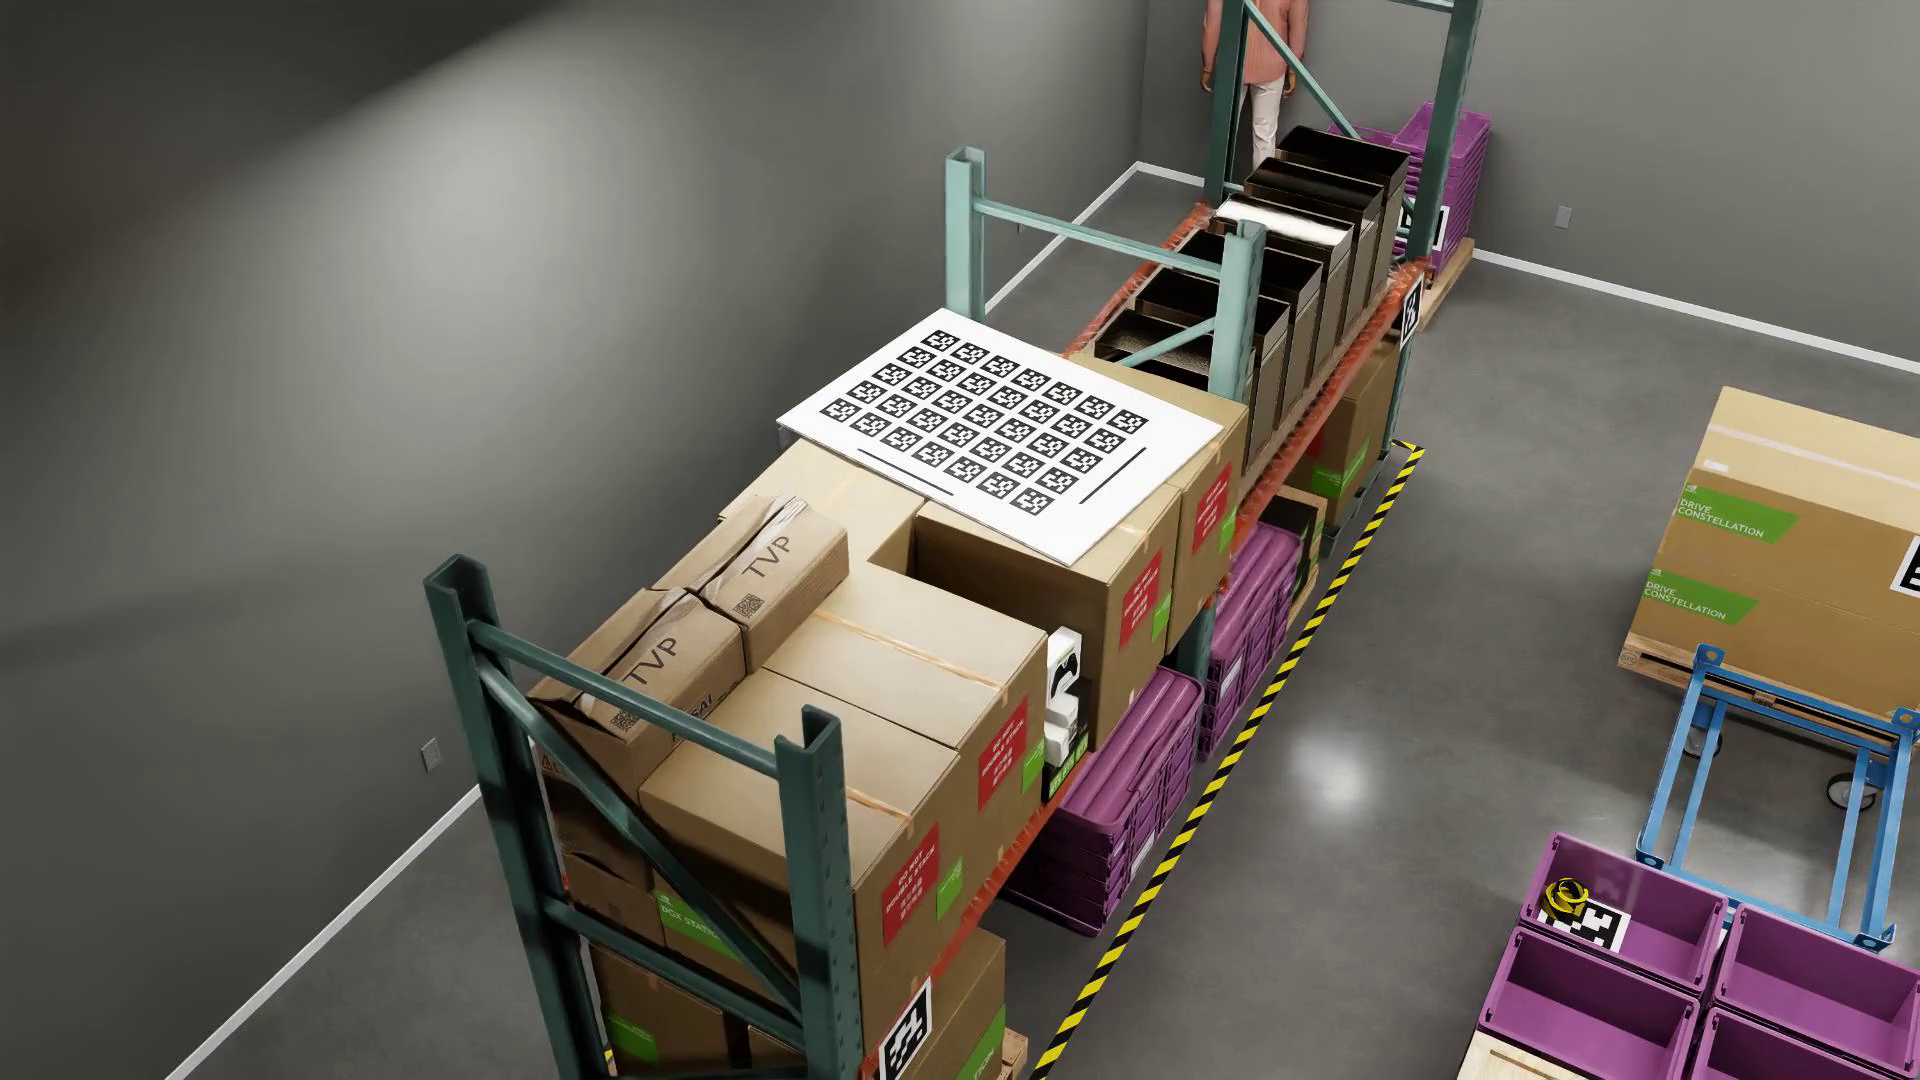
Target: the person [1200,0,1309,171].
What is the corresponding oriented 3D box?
[{"bbox_3d":[1.734,-2.830,9.926,0.608,1.995,0.377,4,40,5],"label":"person"}]
